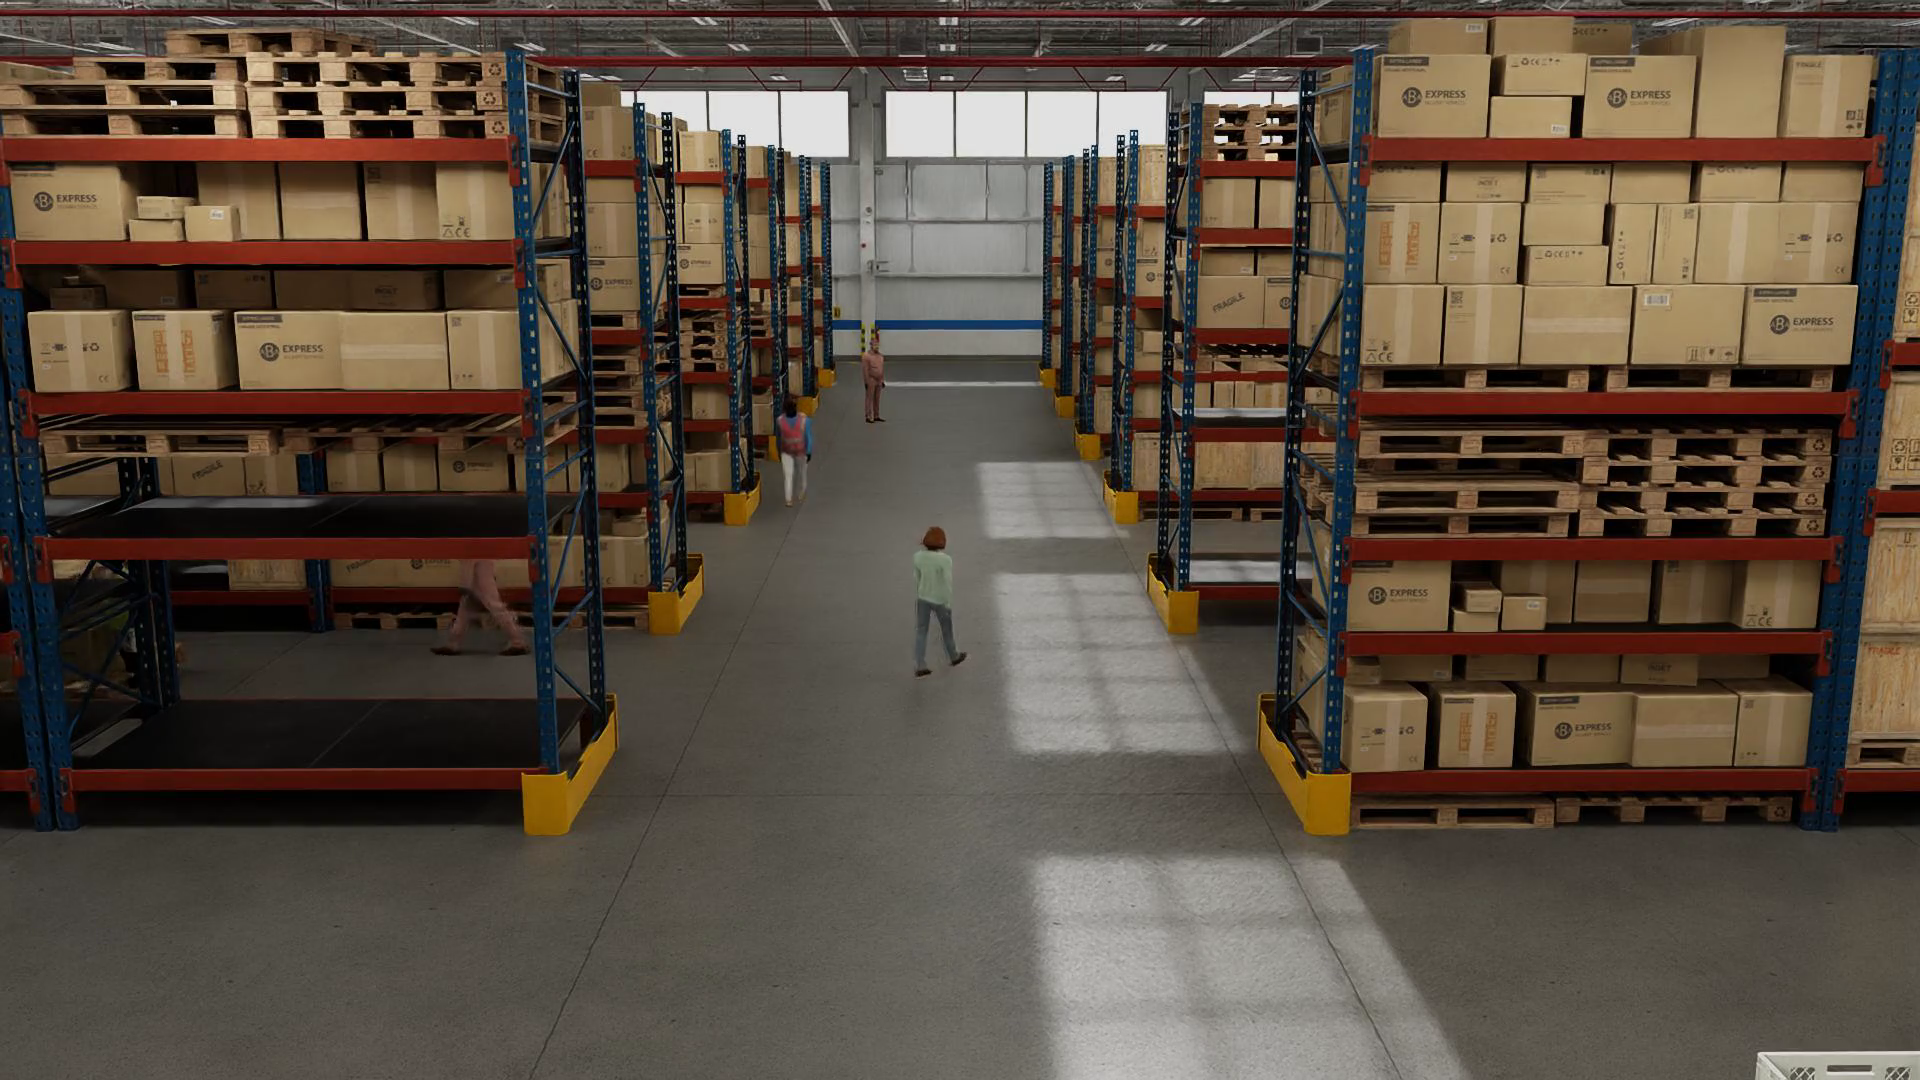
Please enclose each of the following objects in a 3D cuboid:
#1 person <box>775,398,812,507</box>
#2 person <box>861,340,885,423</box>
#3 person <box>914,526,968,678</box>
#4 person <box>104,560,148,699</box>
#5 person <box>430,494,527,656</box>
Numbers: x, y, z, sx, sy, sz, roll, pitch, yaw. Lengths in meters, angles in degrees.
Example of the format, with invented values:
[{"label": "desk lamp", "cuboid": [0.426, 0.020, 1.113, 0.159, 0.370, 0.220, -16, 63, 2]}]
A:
[{"label": "person", "cuboid": [-2.771, -1.494, 27.790, 0.616, 1.805, 0.889, 0, 11, -2]}, {"label": "person", "cuboid": [-1.961, -3.649, 38.208, 0.408, 1.909, 0.638, 9, 15, 39]}, {"label": "person", "cuboid": [-0.231, 0.633, 17.737, 0.526, 1.589, 0.818, 7, 14, 32]}, {"label": "person", "cuboid": [-8.296, 0.836, 16.502, 0.318, 1.695, 0.539, -11, 16, -42]}, {"label": "person", "cuboid": [-5.315, 0.398, 18.322, 1.049, 1.848, 0.656, -2, 12, -10]}]
